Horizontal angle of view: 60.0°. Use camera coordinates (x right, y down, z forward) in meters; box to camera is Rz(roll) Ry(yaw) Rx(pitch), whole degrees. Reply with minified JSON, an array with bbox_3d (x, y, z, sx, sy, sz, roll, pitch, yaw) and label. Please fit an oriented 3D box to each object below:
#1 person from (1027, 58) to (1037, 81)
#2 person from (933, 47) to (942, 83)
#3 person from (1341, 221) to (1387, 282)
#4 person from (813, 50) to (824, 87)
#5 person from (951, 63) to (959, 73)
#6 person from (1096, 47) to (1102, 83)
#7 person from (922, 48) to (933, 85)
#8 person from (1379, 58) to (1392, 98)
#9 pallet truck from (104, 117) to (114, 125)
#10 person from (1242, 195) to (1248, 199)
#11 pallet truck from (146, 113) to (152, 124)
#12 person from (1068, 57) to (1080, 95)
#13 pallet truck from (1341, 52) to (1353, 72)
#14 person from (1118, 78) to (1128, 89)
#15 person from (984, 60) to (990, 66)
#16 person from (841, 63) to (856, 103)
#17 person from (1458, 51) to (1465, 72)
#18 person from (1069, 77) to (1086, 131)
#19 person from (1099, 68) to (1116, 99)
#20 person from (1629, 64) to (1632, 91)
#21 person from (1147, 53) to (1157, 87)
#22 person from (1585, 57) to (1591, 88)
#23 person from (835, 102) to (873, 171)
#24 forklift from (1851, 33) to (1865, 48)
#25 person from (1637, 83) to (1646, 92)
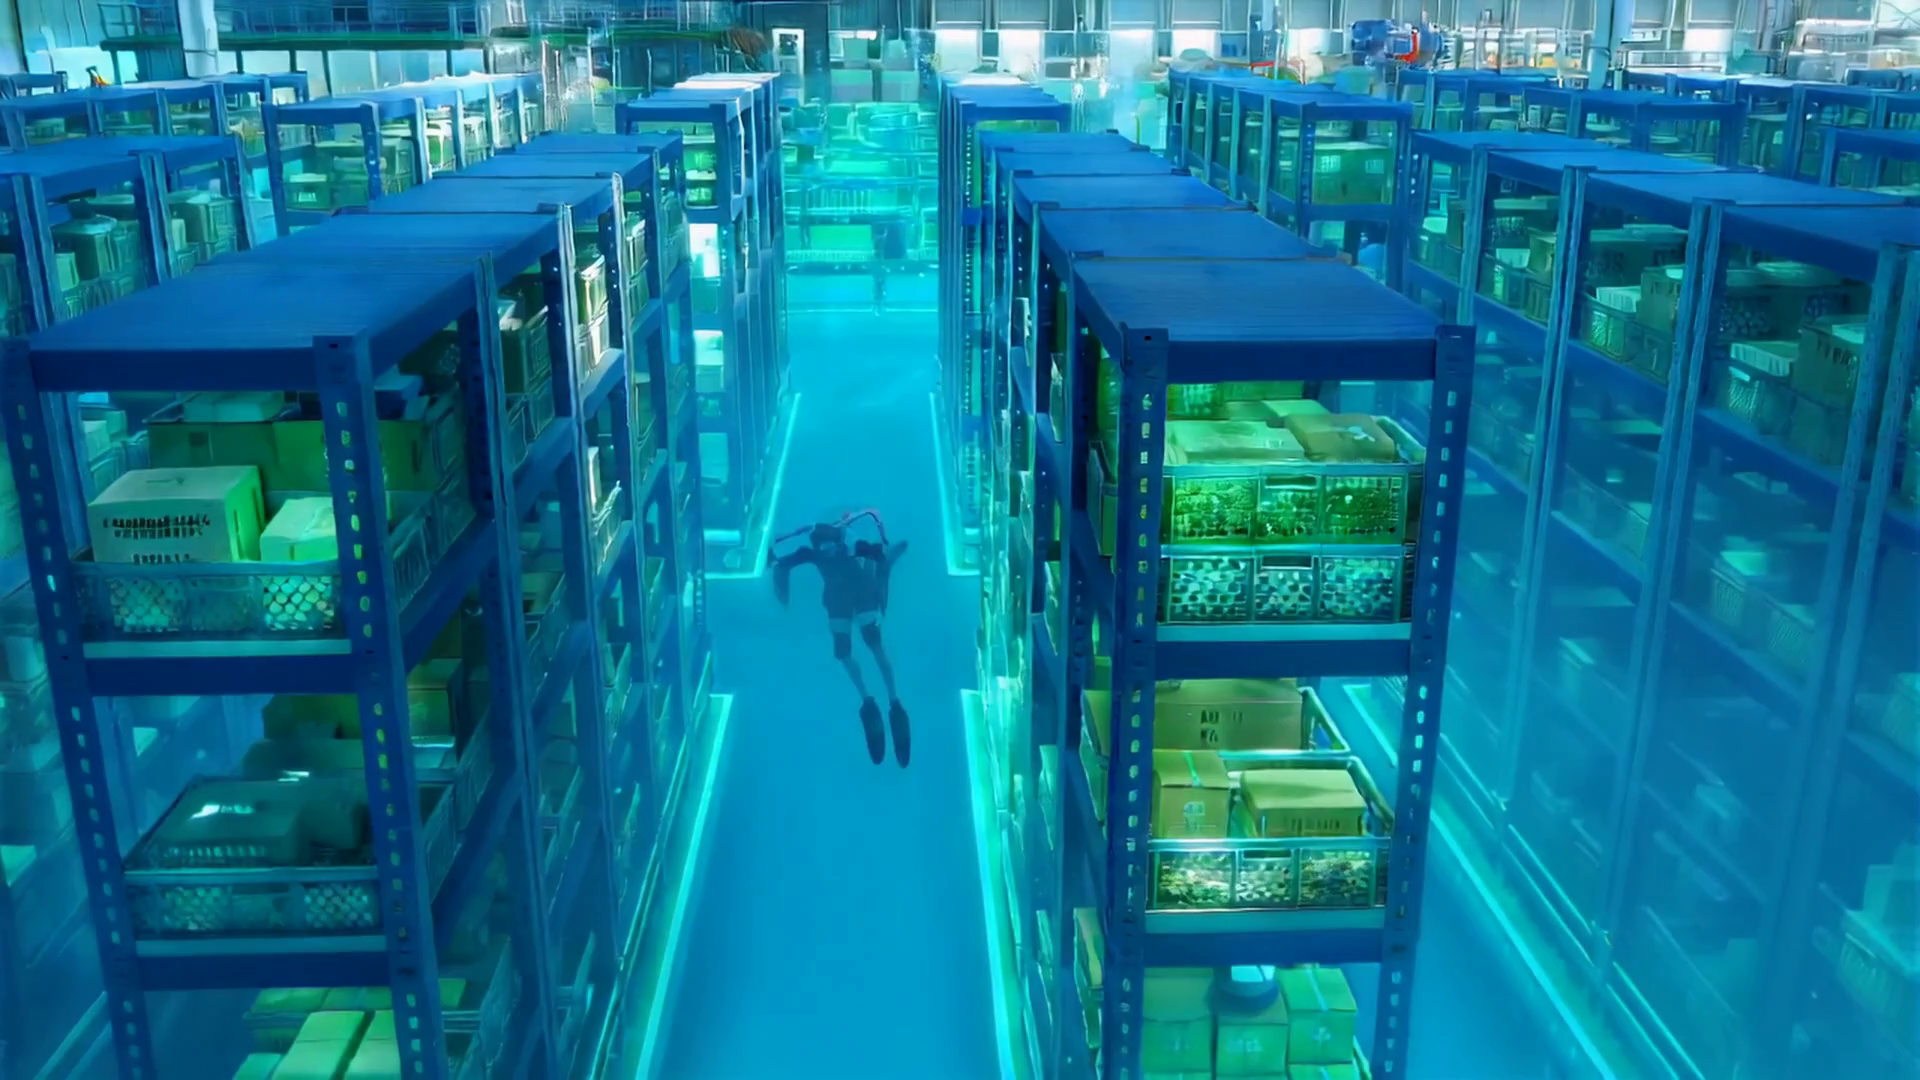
[{"bbox_3d":[3.603,-23.097,82.633,0.534,1.697,0.318,-7,19,-20],"label":"person"},{"bbox_3d":[-1.103,-26.521,92.873,0.723,1.923,0.555,5,18,14],"label":"person"},{"bbox_3d":[4.909,-3.009,20.337,0.564,1.797,1.004,5,19,16],"label":"person"},{"bbox_3d":[-7.478,-24.882,87.789,0.617,1.926,0.623,7,19,19],"label":"person"},{"bbox_3d":[-0.217,-17.726,65.501,0.450,2.018,0.604,11,21,31],"label":"person"},{"bbox_3d":[7.706,-26.281,92.115,0.370,1.928,0.585,2,18,7],"label":"person"},{"bbox_3d":[-1.793,-25.718,90.340,0.634,1.956,0.996,-10,20,-27],"label":"person"},{"bbox_3d":[19.868,-21.661,78.021,0.926,1.803,0.643,-8,19,-22],"label":"person"},{"bbox_3d":[-18.367,-7.885,35.078,1.885,1.965,0.823,1,18,2],"label":"pallet truck"},{"bbox_3d":[3.687,-3.602,21.993,0.512,1.897,0.651,4,18,13],"label":"person"},{"bbox_3d":[-18.087,-8.309,36.390,1.885,1.965,0.823,-1,18,-4],"label":"pallet truck"},{"bbox_3d":[5.595,-22.327,80.096,0.883,1.794,0.639,13,22,35],"label":"person"},{"bbox_3d":[18.794,-23.123,82.231,0.823,1.965,1.885,-13,22,-35],"label":"pallet truck"},{"bbox_3d":[5.332,-14.446,55.530,0.678,1.911,0.566,-8,19,-22],"label":"person"},{"bbox_3d":[1.212,-20.152,73.211,1.023,1.882,0.659,-9,20,-26],"label":"person"},{"bbox_3d":[-4.628,-18.835,69.130,0.902,1.896,0.588,-16,24,-40],"label":"person"},{"bbox_3d":[26.200,-24.511,86.745,0.573,1.868,0.580,-4,18,-12],"label":"person"},{"bbox_3d":[4.058,-15.075,57.564,0.574,1.853,0.836,2,18,6],"label":"person"},{"bbox_3d":[5.554,-16.617,62.030,0.712,2.000,0.544,-11,21,-30],"label":"person"},{"bbox_3d":[33.439,-23.361,83.085,0.561,1.923,0.632,8,20,23],"label":"person"},{"bbox_3d":[10.376,-25.050,88.619,0.887,1.718,0.552,-3,18,-11],"label":"person"},{"bbox_3d":[31.207,-23.134,82.732,0.587,1.703,0.545,3,18,8],"label":"person"},{"bbox_3d":[-2.840,-10.576,43.712,1.008,1.822,0.511,-5,19,-16],"label":"person"},{"bbox_3d":[46.481,-24.949,86.470,1.129,2.768,1.873,-15,23,-40],"label":"forklift"},{"bbox_3d":[32.875,-22.328,80.015,0.506,1.847,0.346,14,23,37],"label":"person"}]
